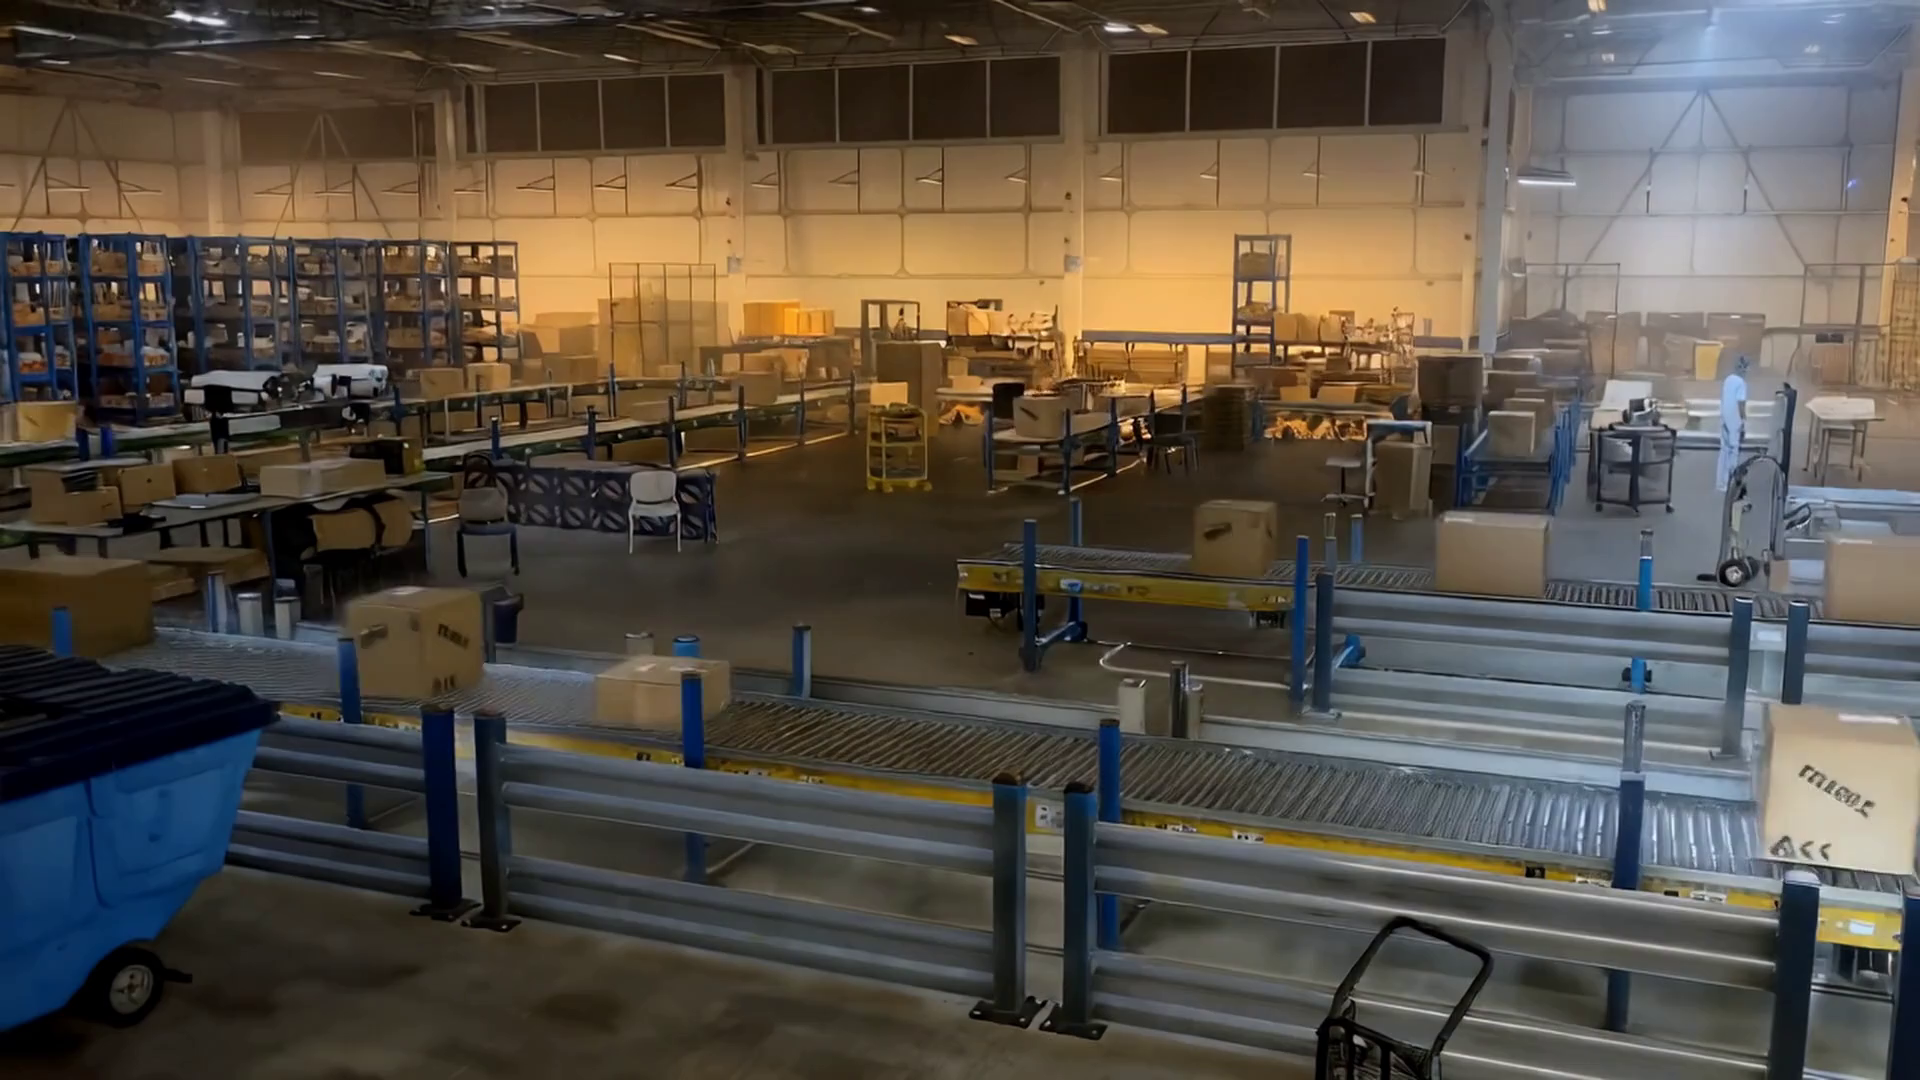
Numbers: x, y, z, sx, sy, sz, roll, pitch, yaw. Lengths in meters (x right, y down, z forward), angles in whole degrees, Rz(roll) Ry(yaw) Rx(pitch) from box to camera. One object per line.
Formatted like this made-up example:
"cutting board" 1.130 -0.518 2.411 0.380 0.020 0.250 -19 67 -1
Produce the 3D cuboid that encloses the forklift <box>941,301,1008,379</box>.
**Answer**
"forklift" 0.365 -4.966 41.571 1.157 1.987 2.680 3 10 20

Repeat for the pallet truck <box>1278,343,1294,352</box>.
"pallet truck" 7.886 -4.163 39.743 0.653 1.274 1.630 4 10 22

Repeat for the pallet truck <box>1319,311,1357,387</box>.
"pallet truck" 9.071 -4.419 39.190 0.823 1.965 1.885 5 10 26

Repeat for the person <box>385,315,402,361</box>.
"person" -16.225 -5.823 47.757 0.608 1.986 0.400 5 11 28

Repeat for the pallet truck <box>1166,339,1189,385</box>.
"pallet truck" 5.418 -4.269 40.420 0.704 1.261 1.522 3 10 20

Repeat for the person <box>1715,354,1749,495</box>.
"person" 10.288 -1.533 22.088 0.329 1.874 0.518 -1 9 -5

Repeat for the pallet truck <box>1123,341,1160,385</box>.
"pallet truck" 4.445 -4.380 41.279 0.680 1.201 1.601 4 10 22

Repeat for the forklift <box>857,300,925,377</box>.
"forklift" -1.732 -5.109 42.468 1.157 1.987 2.680 4 10 22

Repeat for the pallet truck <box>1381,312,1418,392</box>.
"pallet truck" 10.207 -4.283 38.369 0.823 1.965 1.885 3 10 20
